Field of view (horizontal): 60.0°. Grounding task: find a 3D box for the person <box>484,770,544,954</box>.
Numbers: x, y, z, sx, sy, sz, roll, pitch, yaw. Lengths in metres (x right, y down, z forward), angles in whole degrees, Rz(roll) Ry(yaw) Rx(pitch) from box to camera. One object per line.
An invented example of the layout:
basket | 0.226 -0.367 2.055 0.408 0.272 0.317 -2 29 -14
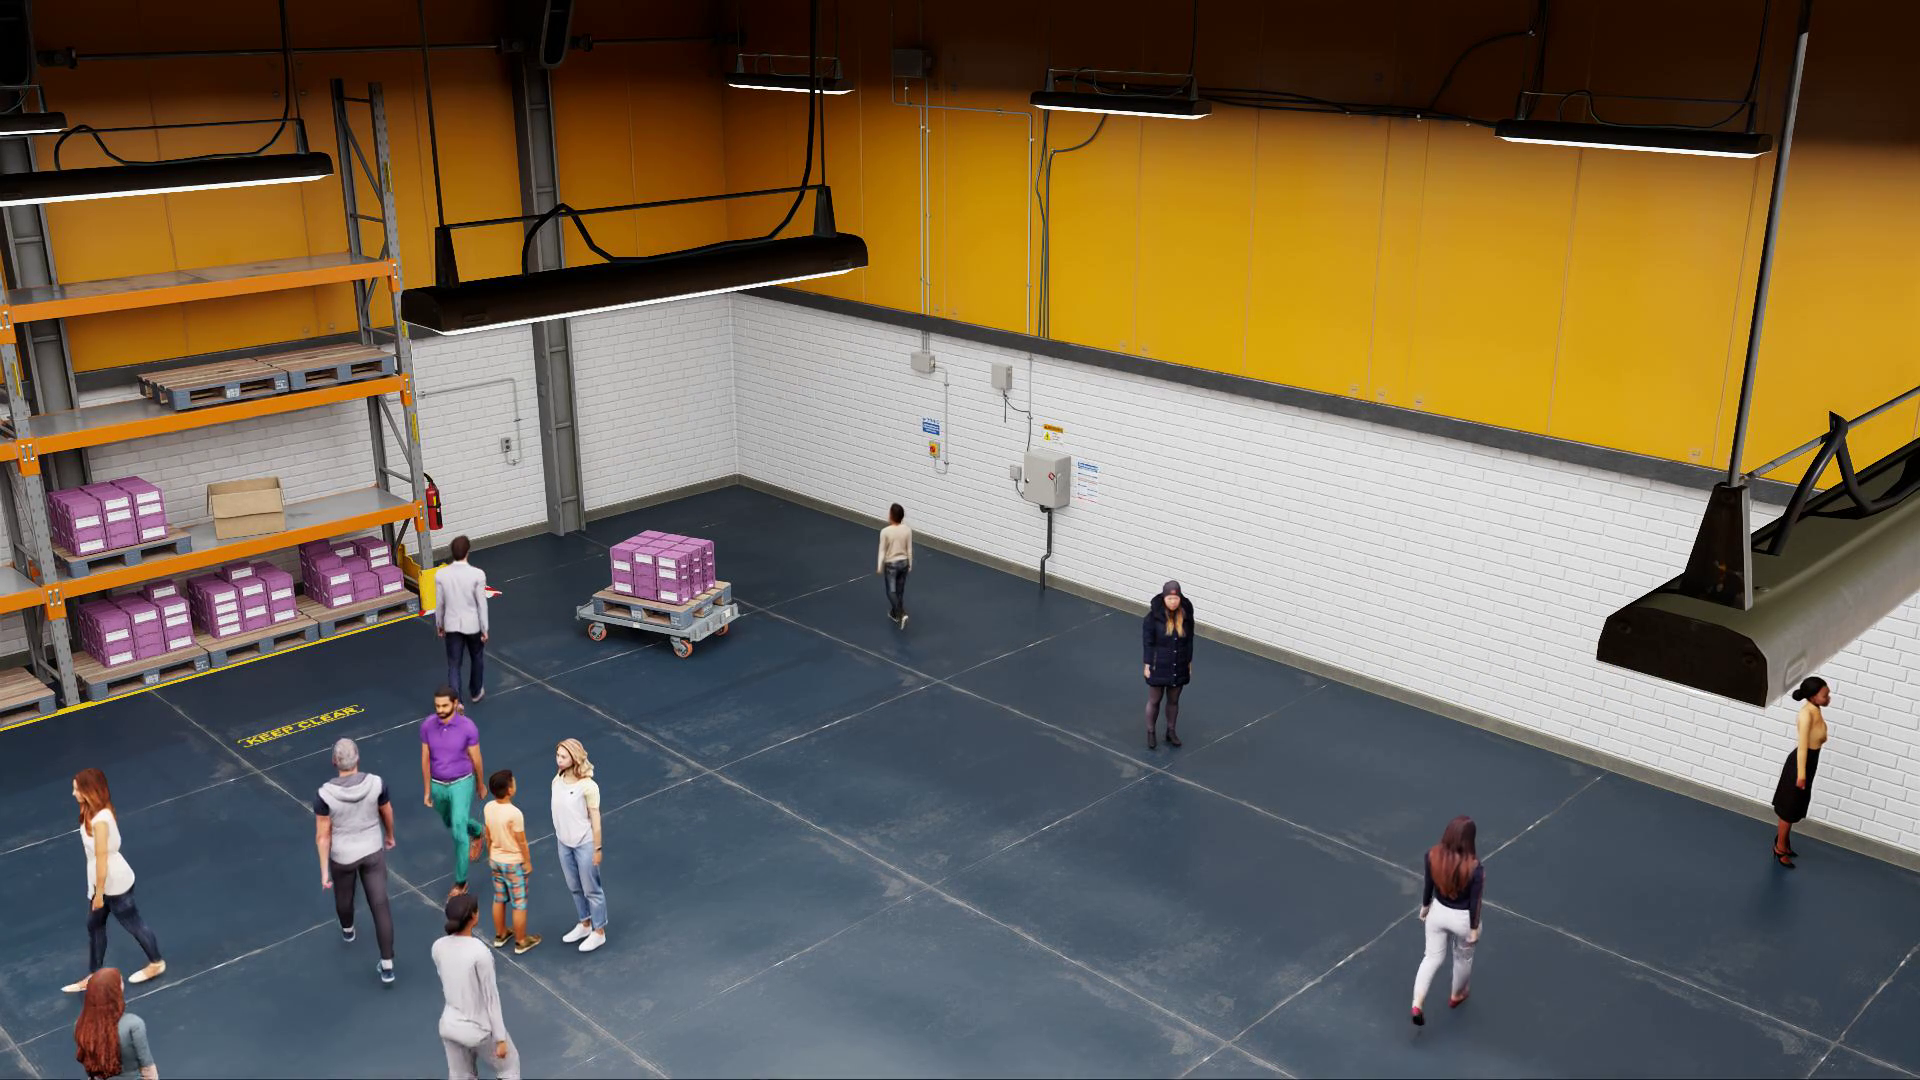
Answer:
person | -3.411 2.421 12.556 0.579 1.459 0.572 9 21 24

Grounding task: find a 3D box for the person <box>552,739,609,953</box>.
person | -2.861 2.284 12.549 0.671 1.722 0.634 11 21 29

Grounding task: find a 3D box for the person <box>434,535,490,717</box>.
person | -4.947 0.901 16.520 1.214 1.810 1.211 -2 19 -7

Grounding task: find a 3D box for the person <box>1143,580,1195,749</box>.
person | 1.982 1.176 15.917 0.768 1.673 0.853 -3 19 -10

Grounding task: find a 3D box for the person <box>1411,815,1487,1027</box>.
person | 3.406 2.676 11.601 0.656 1.586 1.030 15 24 37

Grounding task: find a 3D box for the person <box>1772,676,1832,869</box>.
person | 6.972 1.903 13.790 0.662 1.653 0.524 13 23 34

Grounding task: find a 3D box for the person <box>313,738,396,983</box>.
person | -4.384 2.389 12.167 1.239 1.768 1.046 -9 21 -26

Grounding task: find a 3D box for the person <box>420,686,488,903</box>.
person | -4.082 1.963 13.491 1.083 1.729 1.251 3 19 8

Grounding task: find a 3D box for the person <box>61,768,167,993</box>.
person | -6.035 2.437 12.036 0.945 1.761 0.710 -14 23 -35

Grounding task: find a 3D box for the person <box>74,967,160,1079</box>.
person | -4.821 3.286 9.552 0.721 1.737 0.782 0 19 0

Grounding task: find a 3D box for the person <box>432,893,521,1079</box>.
person | -3.079 3.059 10.276 0.870 1.705 0.946 10 21 27

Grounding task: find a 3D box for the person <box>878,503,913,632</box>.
person | -0.700 0.325 18.805 0.940 1.443 0.811 -9 20 -24
